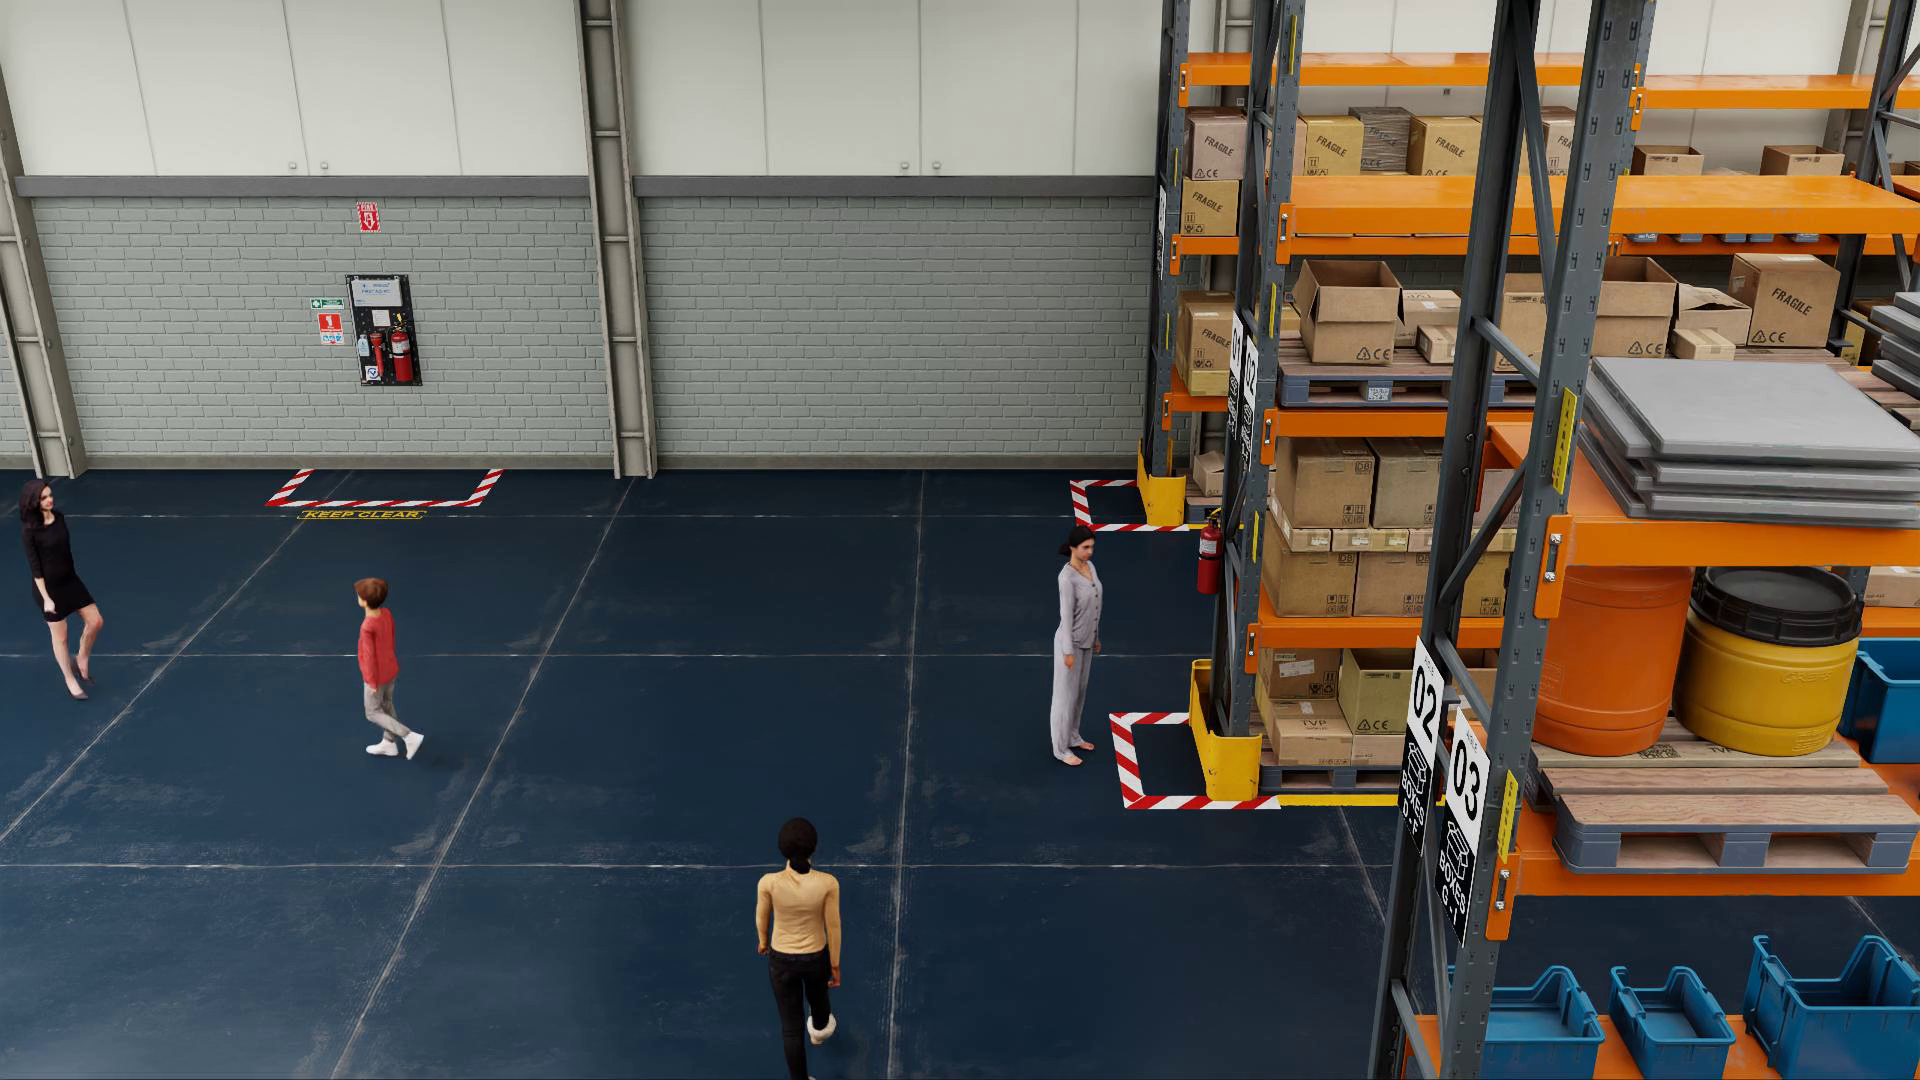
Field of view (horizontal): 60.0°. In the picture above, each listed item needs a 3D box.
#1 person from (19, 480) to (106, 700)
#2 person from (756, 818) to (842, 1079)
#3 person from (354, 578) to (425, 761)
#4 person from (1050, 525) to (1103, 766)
[{"bbox_3d":[-6.864,0.389,12.543,0.706,1.789,0.690,8,24,17],"label":"person"},{"bbox_3d":[-0.817,2.207,8.479,1.031,1.625,0.750,-3,23,-8],"label":"person"},{"bbox_3d":[-4.045,0.932,11.760,0.791,1.402,0.618,5,24,12],"label":"person"},{"bbox_3d":[0.806,0.721,11.782,0.692,1.774,0.676,13,26,28],"label":"person"}]
